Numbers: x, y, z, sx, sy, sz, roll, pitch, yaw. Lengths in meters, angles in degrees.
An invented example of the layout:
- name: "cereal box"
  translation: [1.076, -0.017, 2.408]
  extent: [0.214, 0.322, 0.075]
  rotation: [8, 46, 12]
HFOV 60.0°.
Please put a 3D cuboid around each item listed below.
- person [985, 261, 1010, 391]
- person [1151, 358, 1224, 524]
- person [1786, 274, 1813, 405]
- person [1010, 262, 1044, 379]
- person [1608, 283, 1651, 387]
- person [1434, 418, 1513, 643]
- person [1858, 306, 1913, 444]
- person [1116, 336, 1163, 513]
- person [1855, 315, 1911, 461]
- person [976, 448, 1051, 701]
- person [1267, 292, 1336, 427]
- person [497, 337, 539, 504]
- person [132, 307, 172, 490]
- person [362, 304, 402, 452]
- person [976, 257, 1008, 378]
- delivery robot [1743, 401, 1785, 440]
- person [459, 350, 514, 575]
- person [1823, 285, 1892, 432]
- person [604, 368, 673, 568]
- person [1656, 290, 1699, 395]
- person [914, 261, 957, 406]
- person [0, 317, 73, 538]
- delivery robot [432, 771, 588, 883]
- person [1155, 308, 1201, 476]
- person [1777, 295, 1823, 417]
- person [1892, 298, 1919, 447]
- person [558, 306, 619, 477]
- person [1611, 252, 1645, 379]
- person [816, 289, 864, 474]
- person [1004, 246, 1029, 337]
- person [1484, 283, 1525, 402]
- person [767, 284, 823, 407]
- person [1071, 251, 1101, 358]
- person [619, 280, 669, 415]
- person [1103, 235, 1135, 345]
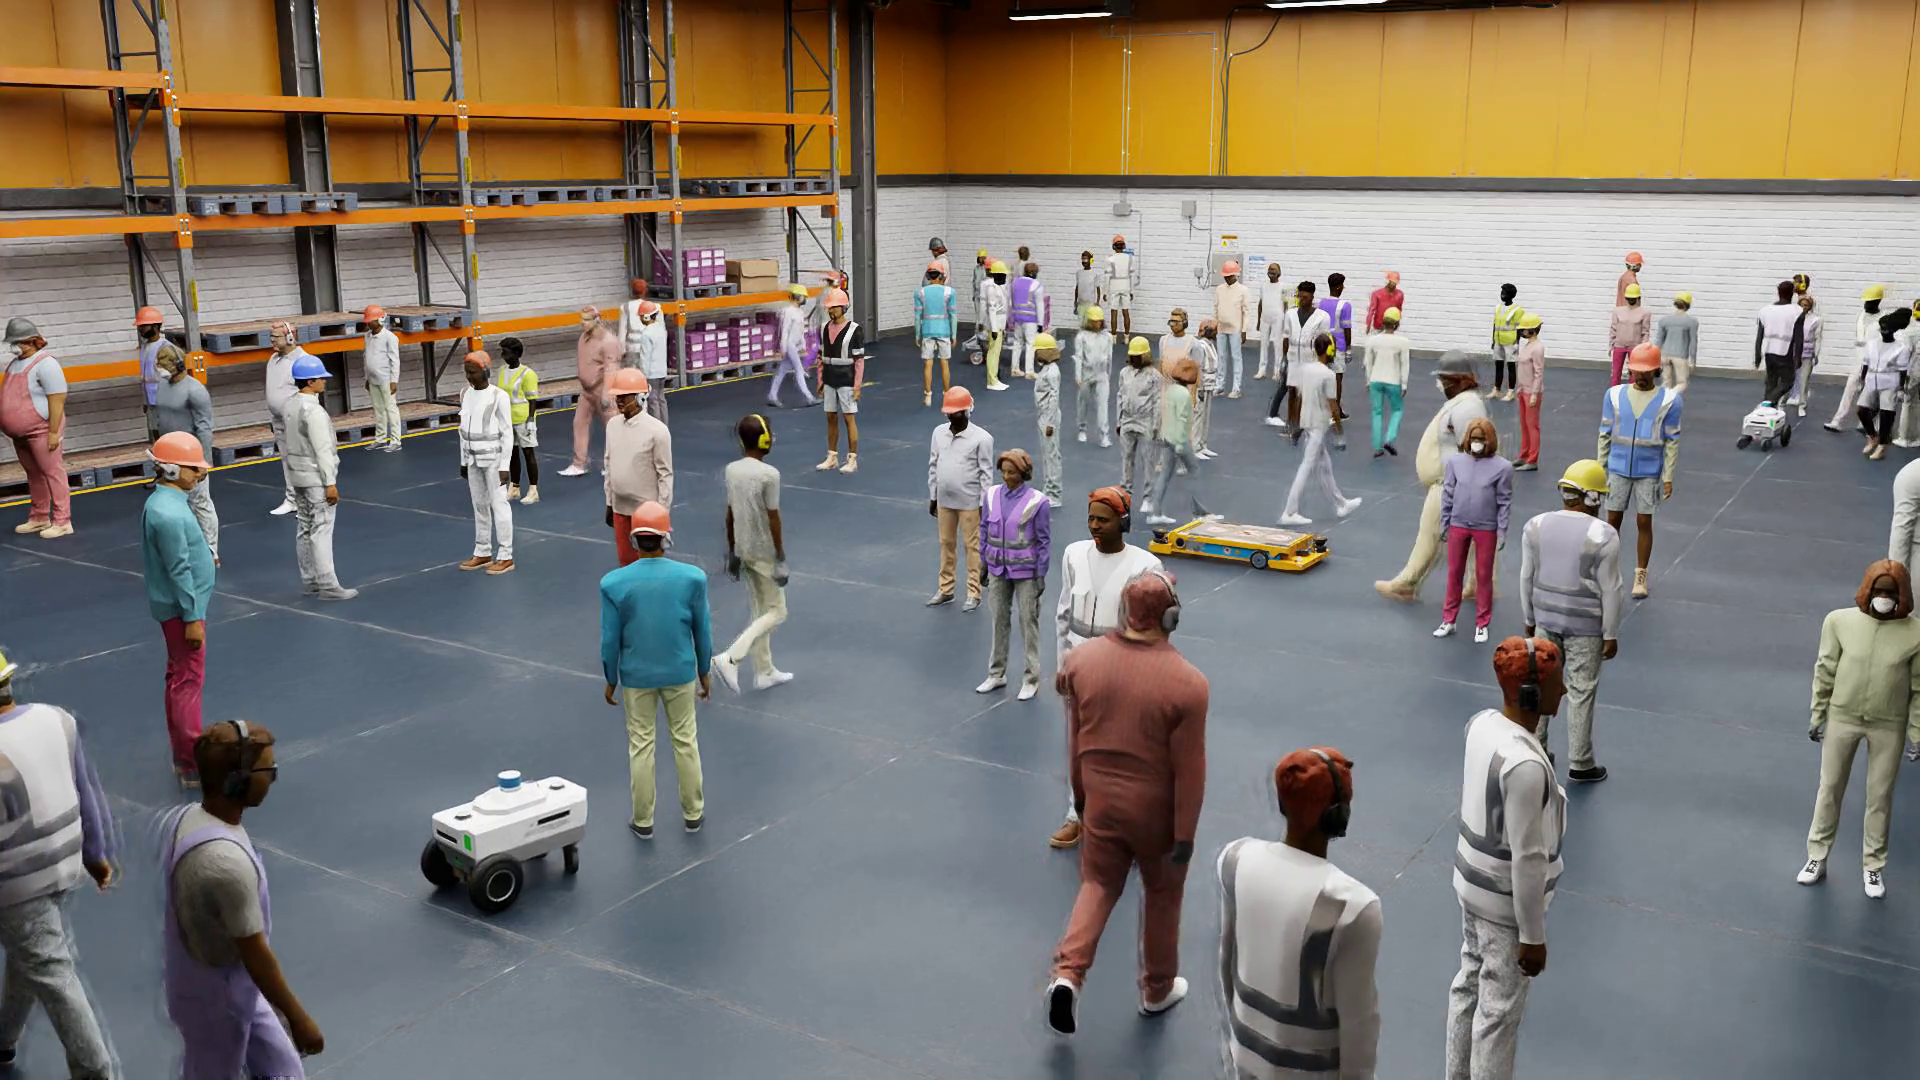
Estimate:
- name: "person"
  translation: [0.563, -3.221, 25.024]
  extent: [0.370, 1.928, 0.584]
  rotation: [3, 13, 11]
- name: "person"
  translation: [2.183, -0.930, 15.793]
  extent: [0.777, 1.598, 0.510]
  rotation: [-2, 13, -8]
- name: "person"
  translation: [11.756, -2.806, 23.390]
  extent: [0.397, 1.856, 0.535]
  rotation: [5, 14, 20]
- name: "person"
  translation: [1.071, -3.477, 26.358]
  extent: [0.626, 1.832, 0.430]
  rotation: [11, 17, 38]
- name: "person"
  translation: [9.180, -2.639, 22.861]
  extent: [0.523, 1.767, 0.318]
  rotation: [8, 15, 32]
- name: "person"
  translation: [3.711, -0.074, 12.021]
  extent: [0.498, 1.632, 0.286]
  rotation: [8, 15, 32]
- name: "person"
  translation: [11.326, -2.006, 20.287]
  extent: [0.425, 1.678, 0.551]
  rotation: [-5, 14, -22]
- name: "person"
  translation: [1.751, -1.142, 16.417]
  extent: [0.484, 1.742, 0.301]
  rotation: [8, 15, 32]
- name: "person"
  translation: [10.655, -1.763, 19.218]
  extent: [0.361, 1.680, 0.552]
  rotation: [-8, 15, -32]
- name: "person"
  translation: [0.348, 0.216, 10.755]
  extent: [0.512, 1.637, 0.309]
  rotation: [8, 15, 32]
- name: "person"
  translation: [4.401, -2.327, 21.401]
  extent: [0.524, 1.806, 1.020]
  rotation: [-12, 18, -42]
- name: "person"
  translation: [-4.477, -1.208, 16.802]
  extent: [0.532, 1.695, 0.319]
  rotation: [8, 15, 32]
- name: "person"
  translation: [-8.381, -1.467, 17.394]
  extent: [0.542, 1.939, 0.359]
  rotation: [8, 15, 32]
- name: "person"
  translation: [-6.905, -1.927, 19.796]
  extent: [0.561, 1.749, 0.331]
  rotation: [8, 15, 32]
- name: "person"
  translation: [0.515, -3.492, 26.215]
  extent: [0.583, 1.925, 0.394]
  rotation: [-9, 16, -35]
- name: "delivery robot"
  translation: [9.694, -1.425, 20.038]
  extent: [0.477, 0.478, 0.707]
  rotation: [9, 16, 35]
- name: "person"
  translation: [-3.993, -0.651, 13.973]
  extent: [0.572, 1.885, 0.356]
  rotation: [8, 15, 32]
- name: "person"
  translation: [11.489, -2.277, 21.060]
  extent: [0.978, 1.871, 0.584]
  rotation: [-6, 14, -24]
- name: "person"
  translation: [-2.329, -0.244, 11.964]
  extent: [0.609, 1.995, 0.378]
  rotation: [8, 15, 32]
- name: "person"
  translation: [9.358, -2.390, 21.791]
  extent: [0.571, 1.746, 0.561]
  rotation: [-12, 17, -41]
- name: "person"
  translation: [-0.340, -2.899, 23.400]
  extent: [0.605, 2.034, 0.391]
  rotation: [1, 13, 4]
- name: "person"
  translation: [-8.545, -1.038, 15.306]
  extent: [0.678, 2.000, 0.537]
  rotation: [8, 15, 32]
- name: "delivery robot"
  translation: [-2.148, 1.352, 7.993]
  extent: [0.477, 0.478, 0.707]
  rotation: [12, 17, 42]
- name: "person"
  translation: [2.383, -1.628, 18.298]
  extent: [0.505, 1.846, 0.346]
  rotation: [8, 15, 32]
- name: "person"
  translation: [11.350, -2.492, 22.502]
  extent: [0.512, 1.637, 0.309]
  rotation: [8, 15, 32]
- name: "person"
  translation: [11.430, -1.947, 19.735]
  extent: [0.529, 1.823, 0.963]
  rotation: [2, 13, 10]
- name: "person"
  translation: [-4.029, -1.592, 18.051]
  extent: [0.679, 1.873, 0.858]
  rotation: [12, 18, 42]
- name: "person"
  translation: [10.553, -3.542, 26.269]
  extent: [0.377, 1.995, 0.608]
  rotation: [0, 13, 2]
- name: "person"
  translation: [-1.344, -1.751, 18.394]
  extent: [0.604, 2.044, 0.375]
  rotation: [8, 15, 32]
- name: "person"
  translation: [1.127, -4.616, 31.293]
  extent: [0.652, 1.827, 0.523]
  rotation: [-8, 15, -31]
- name: "person"
  translation: [7.828, -2.833, 23.842]
  extent: [0.322, 1.698, 0.534]
  rotation: [-7, 14, -26]
- name: "person"
  translation: [-2.328, -2.699, 23.212]
  extent: [0.860, 1.710, 0.540]
  rotation: [2, 13, 8]
- name: "person"
  translation: [2.186, -4.069, 28.830]
  extent: [0.512, 1.873, 0.329]
  rotation: [8, 15, 32]
- name: "person"
  translation: [-4.253, -2.585, 22.460]
  extent: [0.589, 1.834, 0.956]
  rotation: [2, 13, 7]
- name: "person"
  translation: [2.950, -4.645, 30.970]
  extent: [0.605, 2.033, 0.391]
  rotation: [-3, 13, -14]
